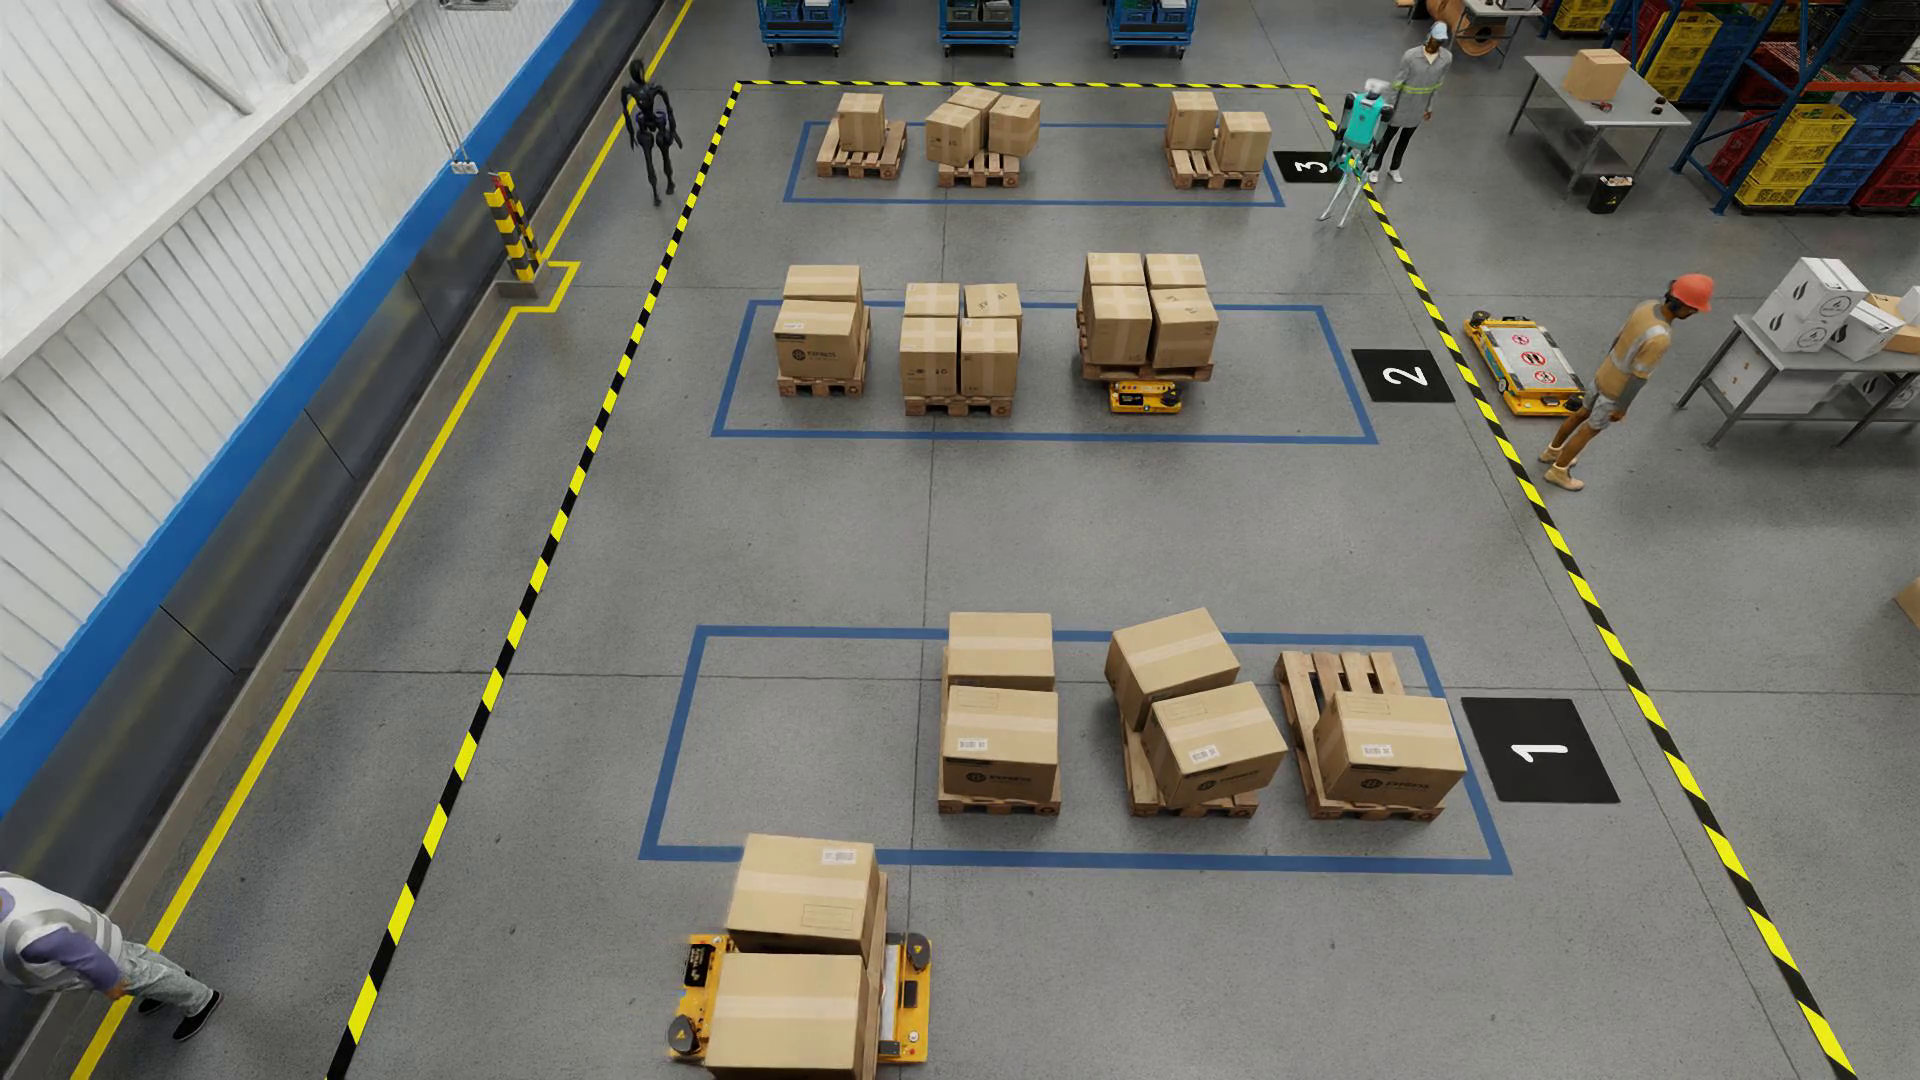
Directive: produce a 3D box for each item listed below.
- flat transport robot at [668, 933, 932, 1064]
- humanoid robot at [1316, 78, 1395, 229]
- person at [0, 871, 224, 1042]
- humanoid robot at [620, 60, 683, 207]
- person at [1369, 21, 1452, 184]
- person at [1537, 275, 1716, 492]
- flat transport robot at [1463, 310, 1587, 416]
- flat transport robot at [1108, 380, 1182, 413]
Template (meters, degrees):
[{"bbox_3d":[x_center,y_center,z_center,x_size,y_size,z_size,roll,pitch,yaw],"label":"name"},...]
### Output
[{"bbox_3d":[-0.891,2.607,5.258,1.431,0.197,0.652,1,49,1],"label":"flat transport robot"},{"bbox_3d":[4.487,-4.355,10.242,0.533,1.677,0.735,35,57,26],"label":"humanoid robot"},{"bbox_3d":[-4.495,2.125,4.665,0.588,1.823,0.403,23,53,19],"label":"person"},{"bbox_3d":[-3.597,-4.755,10.735,0.610,1.635,0.705,-5,49,-5],"label":"humanoid robot"},{"bbox_3d":[5.412,-5.217,11.001,0.588,1.852,0.371,-1,49,-1],"label":"person"},{"bbox_3d":[5.392,-1.269,7.466,0.398,2.032,0.610,13,50,11],"label":"person"},{"bbox_3d":[5.573,-1.757,9.054,0.659,0.231,1.431,1,49,1],"label":"flat transport robot"},{"bbox_3d":[1.773,-1.807,9.079,0.652,0.197,1.431,1,49,1],"label":"flat transport robot"}]
